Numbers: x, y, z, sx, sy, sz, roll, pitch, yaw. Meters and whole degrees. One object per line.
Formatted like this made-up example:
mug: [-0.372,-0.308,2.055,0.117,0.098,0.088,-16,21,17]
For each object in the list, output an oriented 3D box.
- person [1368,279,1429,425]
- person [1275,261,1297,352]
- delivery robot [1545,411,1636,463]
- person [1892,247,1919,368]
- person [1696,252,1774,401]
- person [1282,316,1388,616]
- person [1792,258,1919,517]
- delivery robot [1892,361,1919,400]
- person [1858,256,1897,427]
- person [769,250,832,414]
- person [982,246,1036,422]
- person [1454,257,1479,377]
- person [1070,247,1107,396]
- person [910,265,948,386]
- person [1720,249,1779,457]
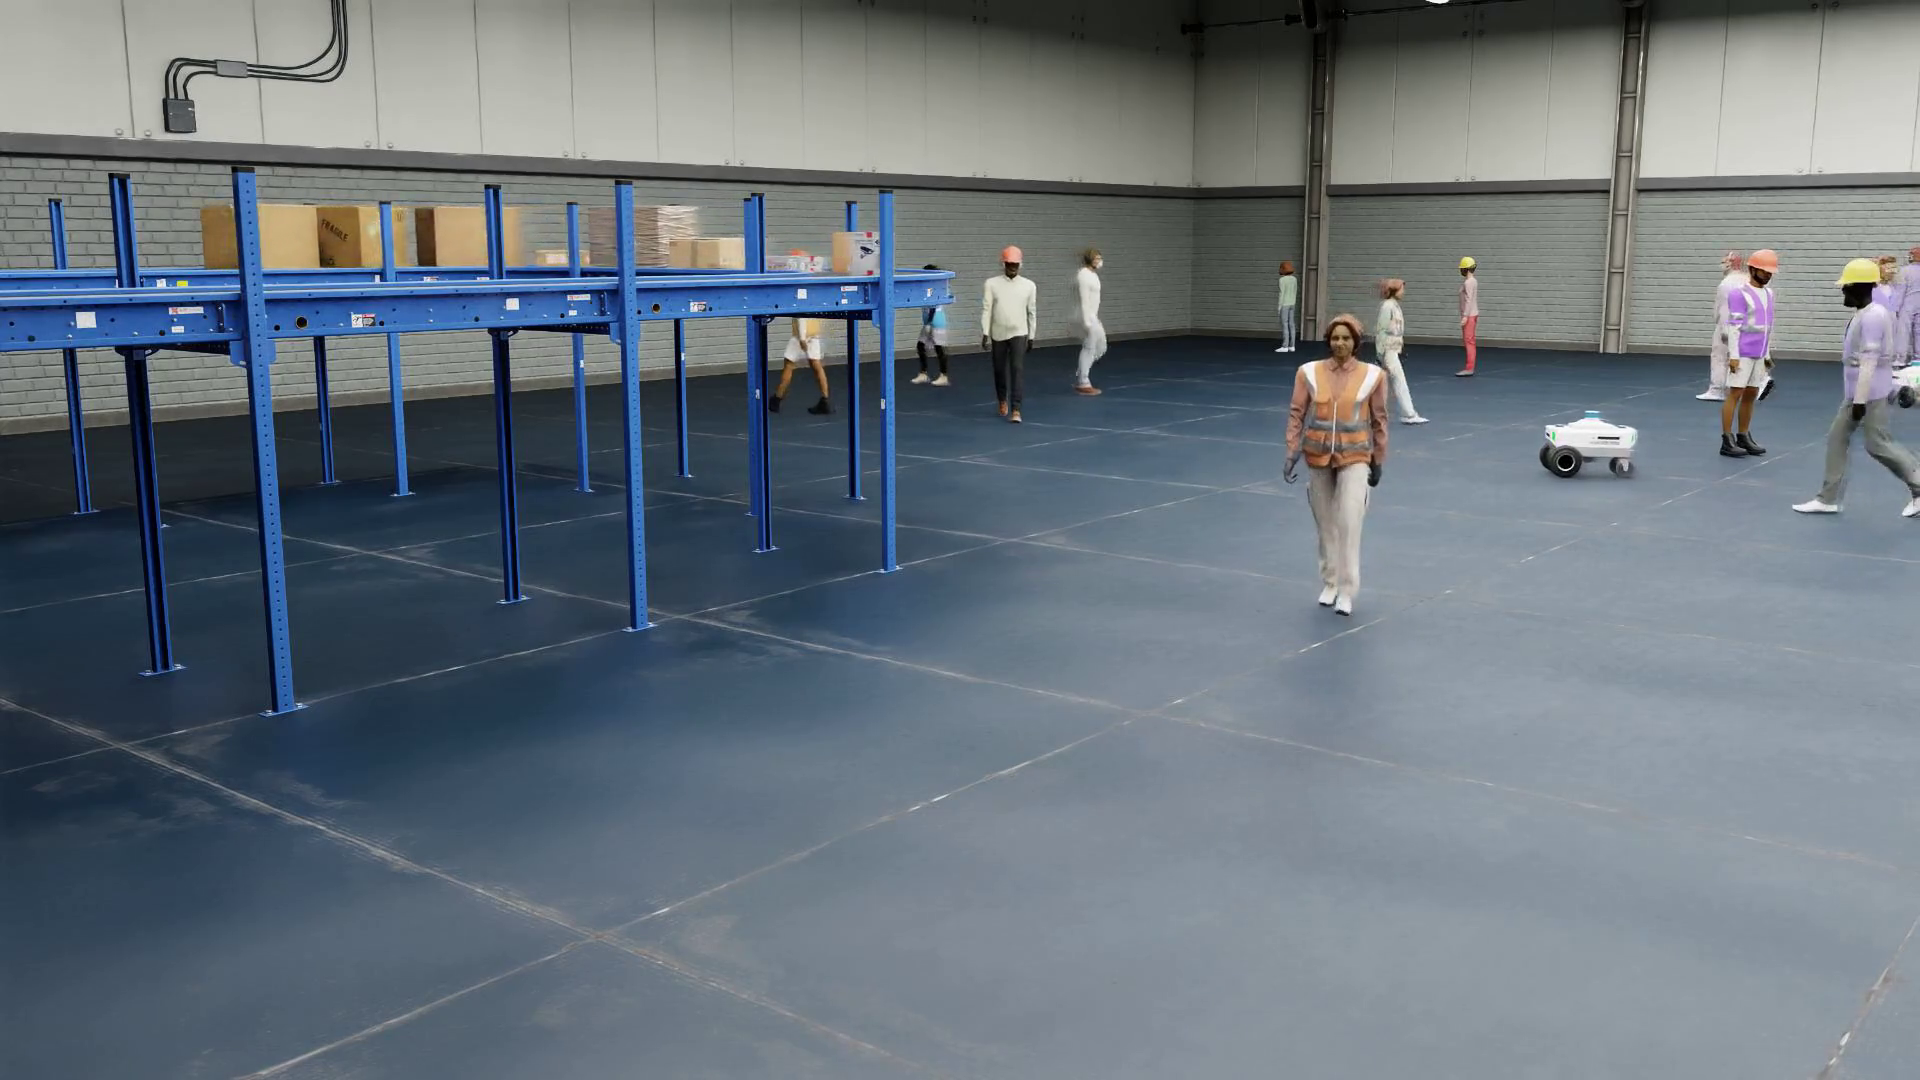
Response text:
person: [4.743,-2.079,18.353,0.857,1.592,0.532,4,11,23]
person: [5.903,-4.220,30.109,0.507,1.631,0.275,-10,14,-44]
delivery robot: [5.469,-0.878,14.436,0.707,0.478,0.477,2,10,9]
person: [15.184,-3.716,26.550,0.643,1.912,0.410,-2,10,-10]
person: [9.736,-2.661,20.798,0.647,1.877,0.825,-8,13,-37]
person: [2.015,-0.396,9.000,0.521,1.607,0.793,5,11,24]
person: [6.696,-1.102,12.139,0.894,1.894,0.600,3,11,17]
delivery robot: [11.713,-1.953,20.398,0.477,0.478,0.707,0,10,2]
person: [9.996,-2.179,18.204,0.563,1.847,0.393,-6,12,-31]
person: [-1.925,-2.424,19.432,0.932,1.893,0.558,4,11,20]
person: [0.558,-2.351,18.860,0.614,1.962,0.929,1,10,5]
person: [7.561,-3.329,24.810,0.329,1.765,0.526,5,11,25]
person: [1.708,-2.847,21.696,0.439,1.922,0.657,2,10,13]
person: [-0.452,-2.972,23.091,0.641,1.673,0.541,-3,11,-16]
person: [7.445,-1.755,15.647,0.548,1.937,0.395,-6,12,-29]
